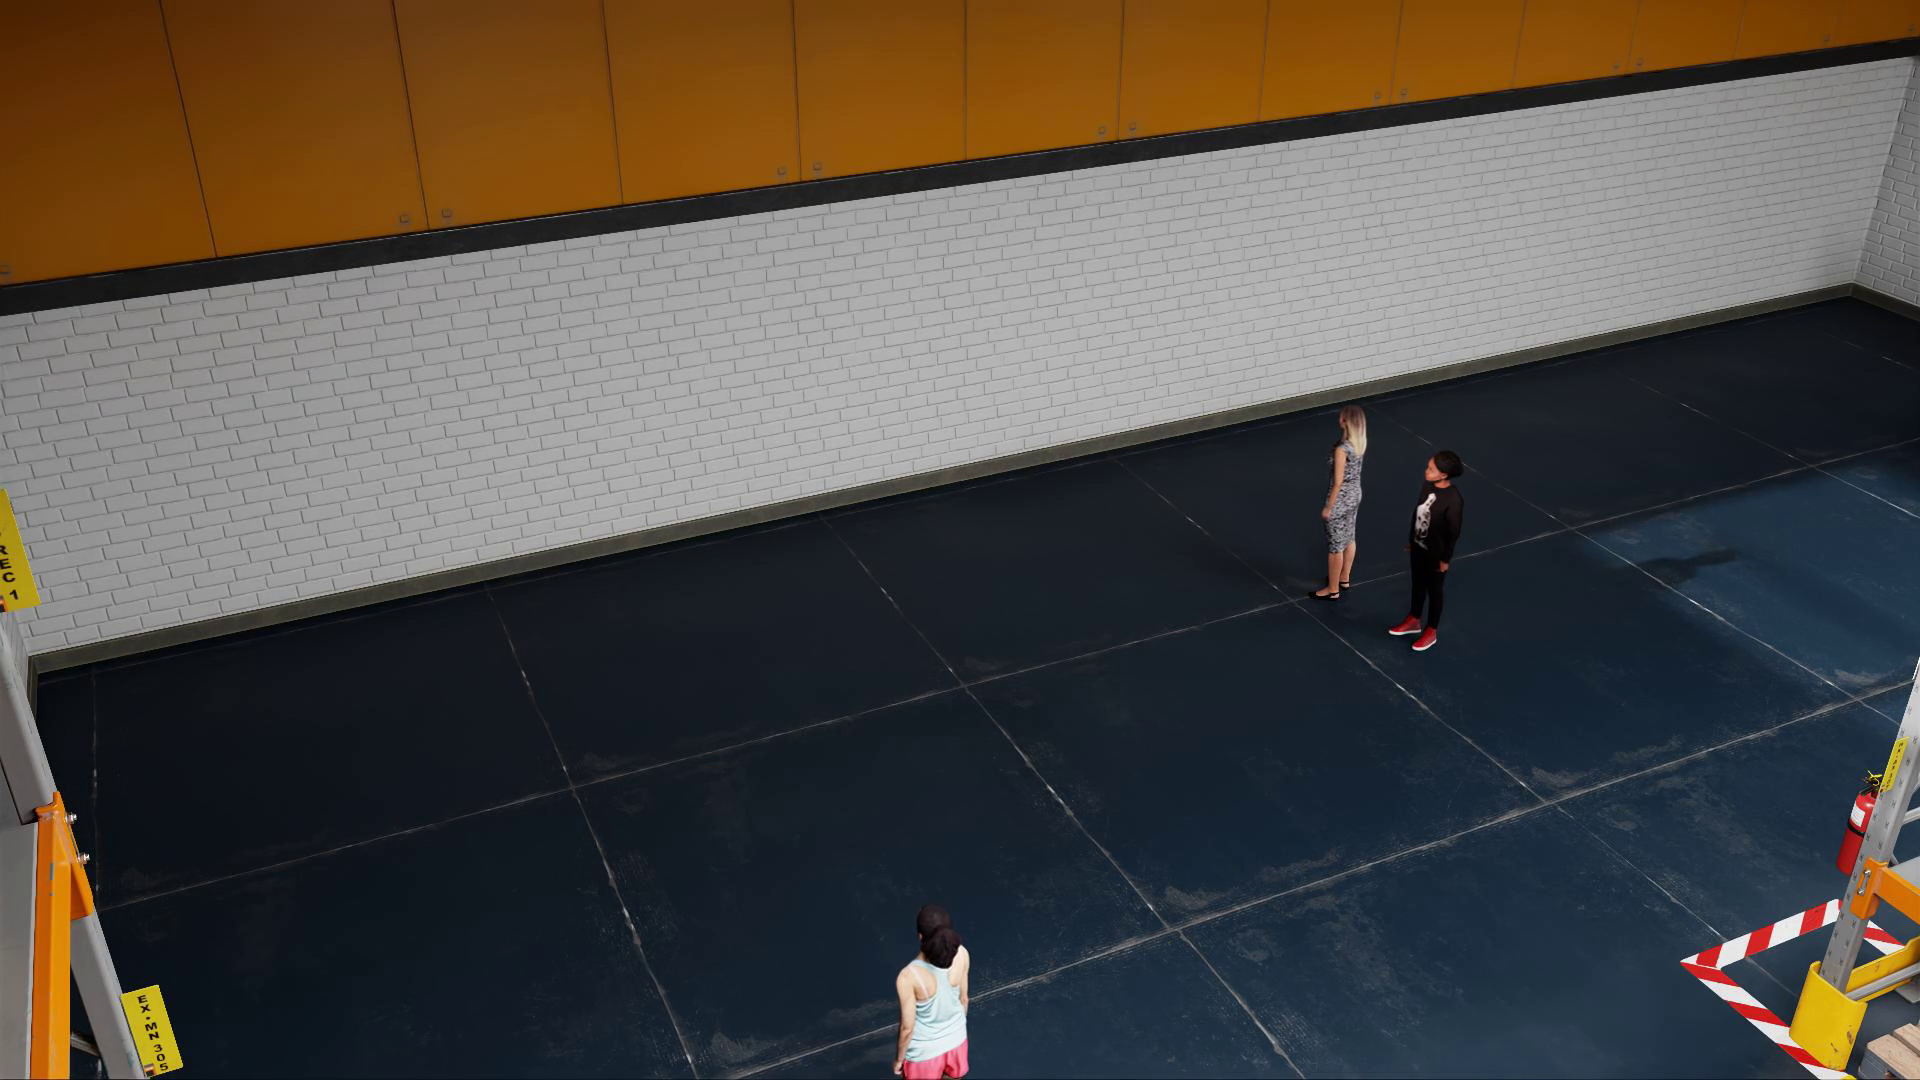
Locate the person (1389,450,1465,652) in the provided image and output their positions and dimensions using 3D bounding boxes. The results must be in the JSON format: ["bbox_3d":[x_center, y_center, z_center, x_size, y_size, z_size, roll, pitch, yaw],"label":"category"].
[{"bbox_3d":[3.646,0.050,12.831,0.649,1.674,0.453,-13,31,-22],"label":"person"}]

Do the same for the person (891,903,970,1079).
[{"bbox_3d":[-0.132,2.502,8.243,0.633,1.765,0.612,-18,33,-30],"label":"person"}]

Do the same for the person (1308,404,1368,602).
[{"bbox_3d":[3.107,-0.305,13.451,0.624,1.705,0.633,23,36,35],"label":"person"}]
